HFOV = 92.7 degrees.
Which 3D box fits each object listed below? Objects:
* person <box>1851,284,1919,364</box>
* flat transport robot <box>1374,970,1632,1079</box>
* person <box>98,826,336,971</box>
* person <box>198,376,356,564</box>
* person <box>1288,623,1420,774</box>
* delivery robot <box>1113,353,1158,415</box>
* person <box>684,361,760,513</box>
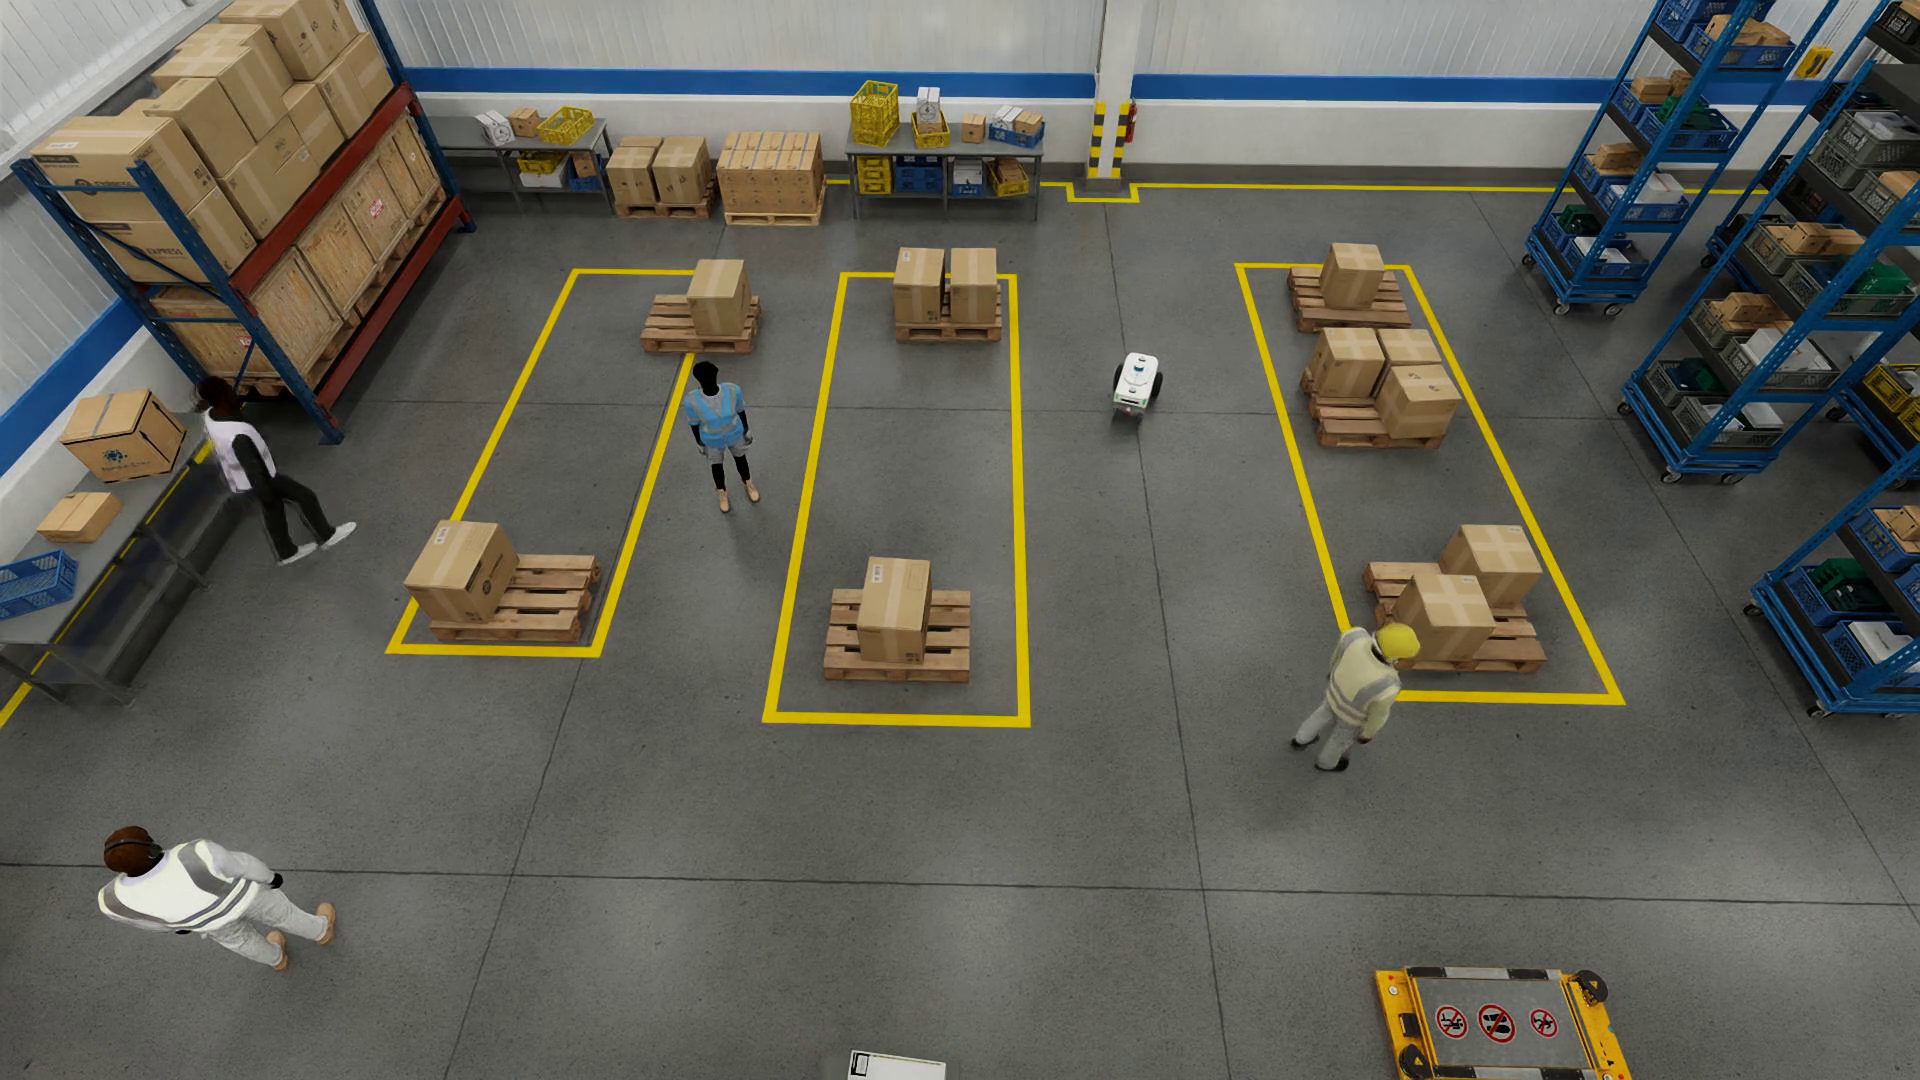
[{"bbox_3d":[10.174,-2.520,9.656,0.533,1.644,0.319,-11,52,-9],"label":"person"},{"bbox_3d":[3.501,3.133,5.914,1.431,0.197,0.652,1,51,1],"label":"flat transport robot"},{"bbox_3d":[-4.569,2.211,5.660,0.633,1.842,0.429,-27,56,-21],"label":"person"},{"bbox_3d":[-6.009,-0.577,7.912,0.611,1.871,0.780,29,56,21],"label":"person"},{"bbox_3d":[2.819,1.134,6.549,0.404,1.836,0.595,-11,52,-9],"label":"person"},{"bbox_3d":[1.838,-1.644,9.565,0.477,0.478,0.707,14,52,12],"label":"delivery robot"},{"bbox_3d":[-2.151,-0.940,8.320,0.532,1.697,0.319,-20,53,-15],"label":"person"}]
